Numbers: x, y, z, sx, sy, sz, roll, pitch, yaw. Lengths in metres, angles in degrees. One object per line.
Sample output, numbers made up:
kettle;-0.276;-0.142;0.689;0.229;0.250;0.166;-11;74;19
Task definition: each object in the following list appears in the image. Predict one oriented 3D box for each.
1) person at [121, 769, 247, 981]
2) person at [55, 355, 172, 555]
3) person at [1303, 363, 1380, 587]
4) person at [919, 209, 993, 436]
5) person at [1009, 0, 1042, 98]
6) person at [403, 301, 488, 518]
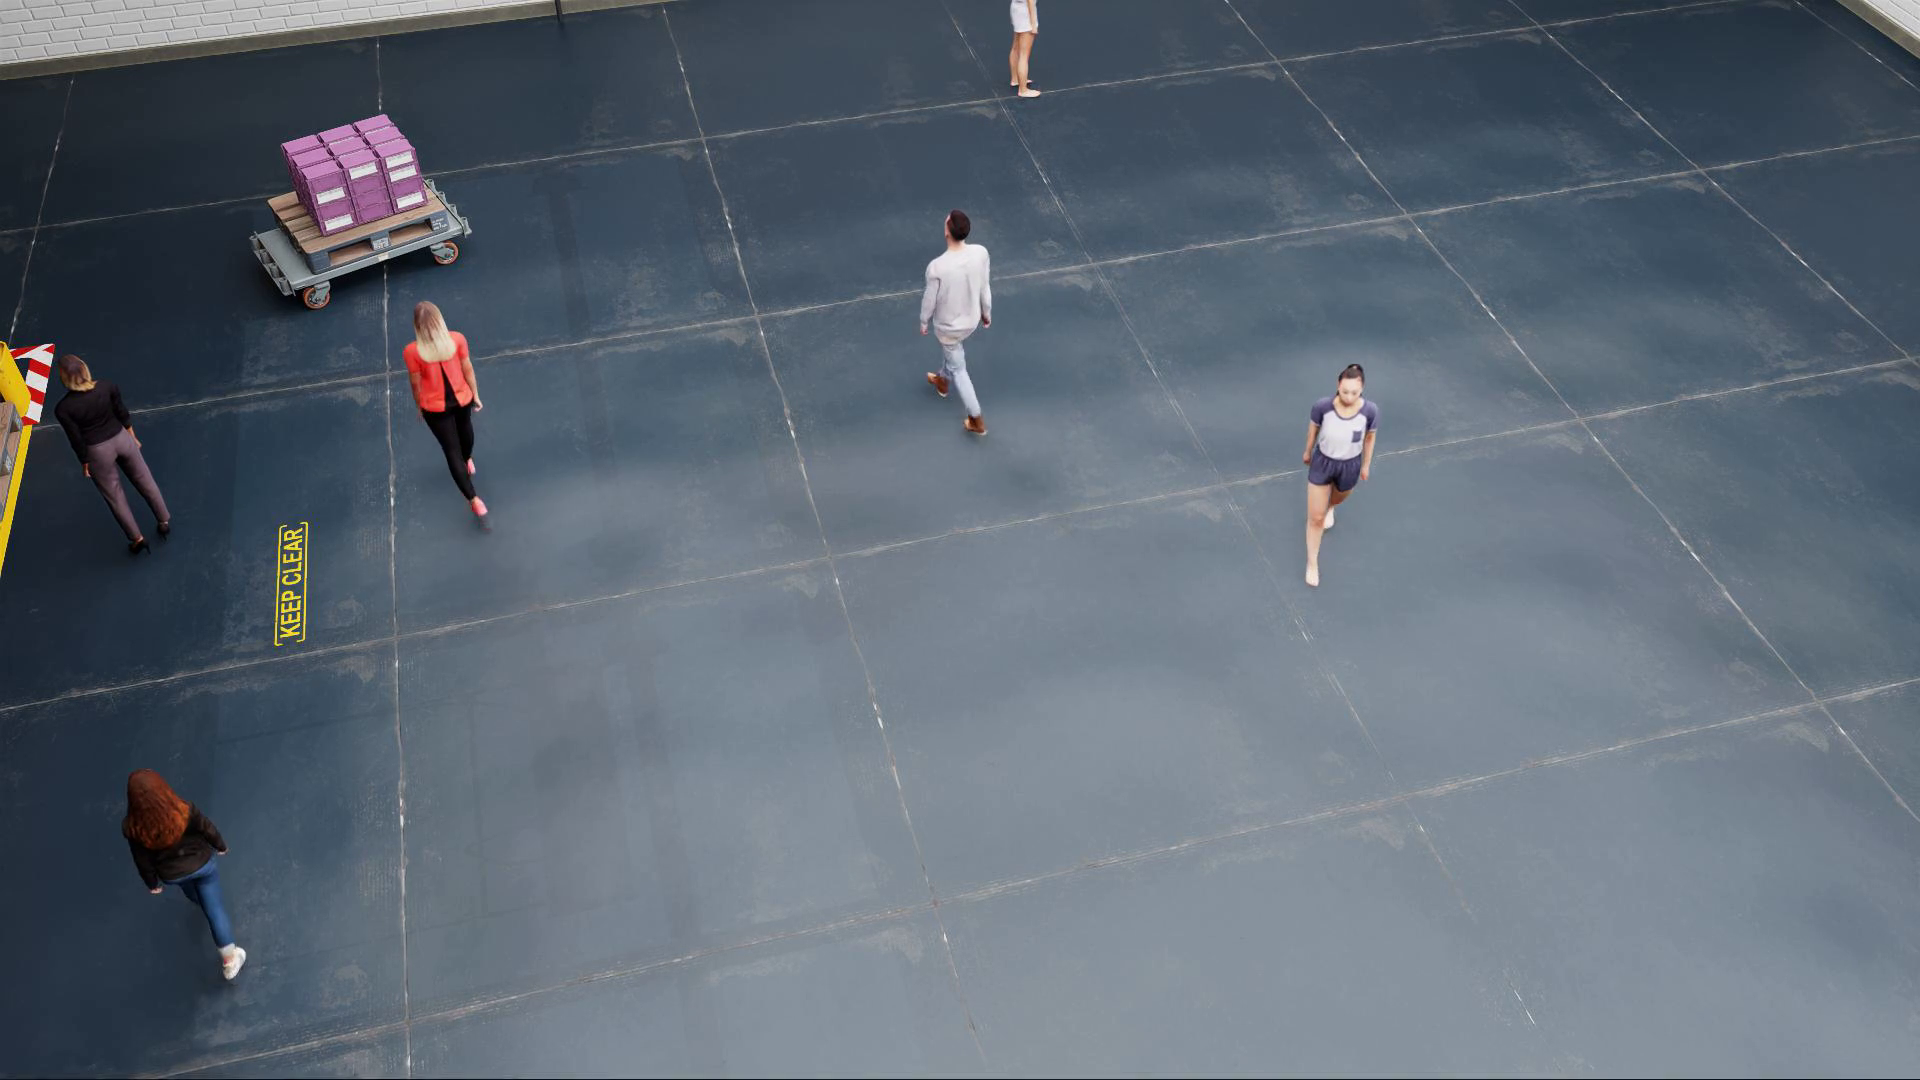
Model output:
person;-4.184;1.810;9.006;0.638;1.447;0.999;-15;46;-15
person;-5.789;-0.580;11.353;0.713;1.672;0.677;28;50;26
person;2.567;-0.549;11.365;0.873;1.609;1.139;6;44;6
person;0.010;-1.579;12.309;0.931;1.799;1.229;-24;48;-23
person;0.616;-5.110;16.156;0.613;1.605;0.482;-11;45;-11
person;-3.573;-0.903;11.701;0.805;1.658;1.201;-22;48;-21
